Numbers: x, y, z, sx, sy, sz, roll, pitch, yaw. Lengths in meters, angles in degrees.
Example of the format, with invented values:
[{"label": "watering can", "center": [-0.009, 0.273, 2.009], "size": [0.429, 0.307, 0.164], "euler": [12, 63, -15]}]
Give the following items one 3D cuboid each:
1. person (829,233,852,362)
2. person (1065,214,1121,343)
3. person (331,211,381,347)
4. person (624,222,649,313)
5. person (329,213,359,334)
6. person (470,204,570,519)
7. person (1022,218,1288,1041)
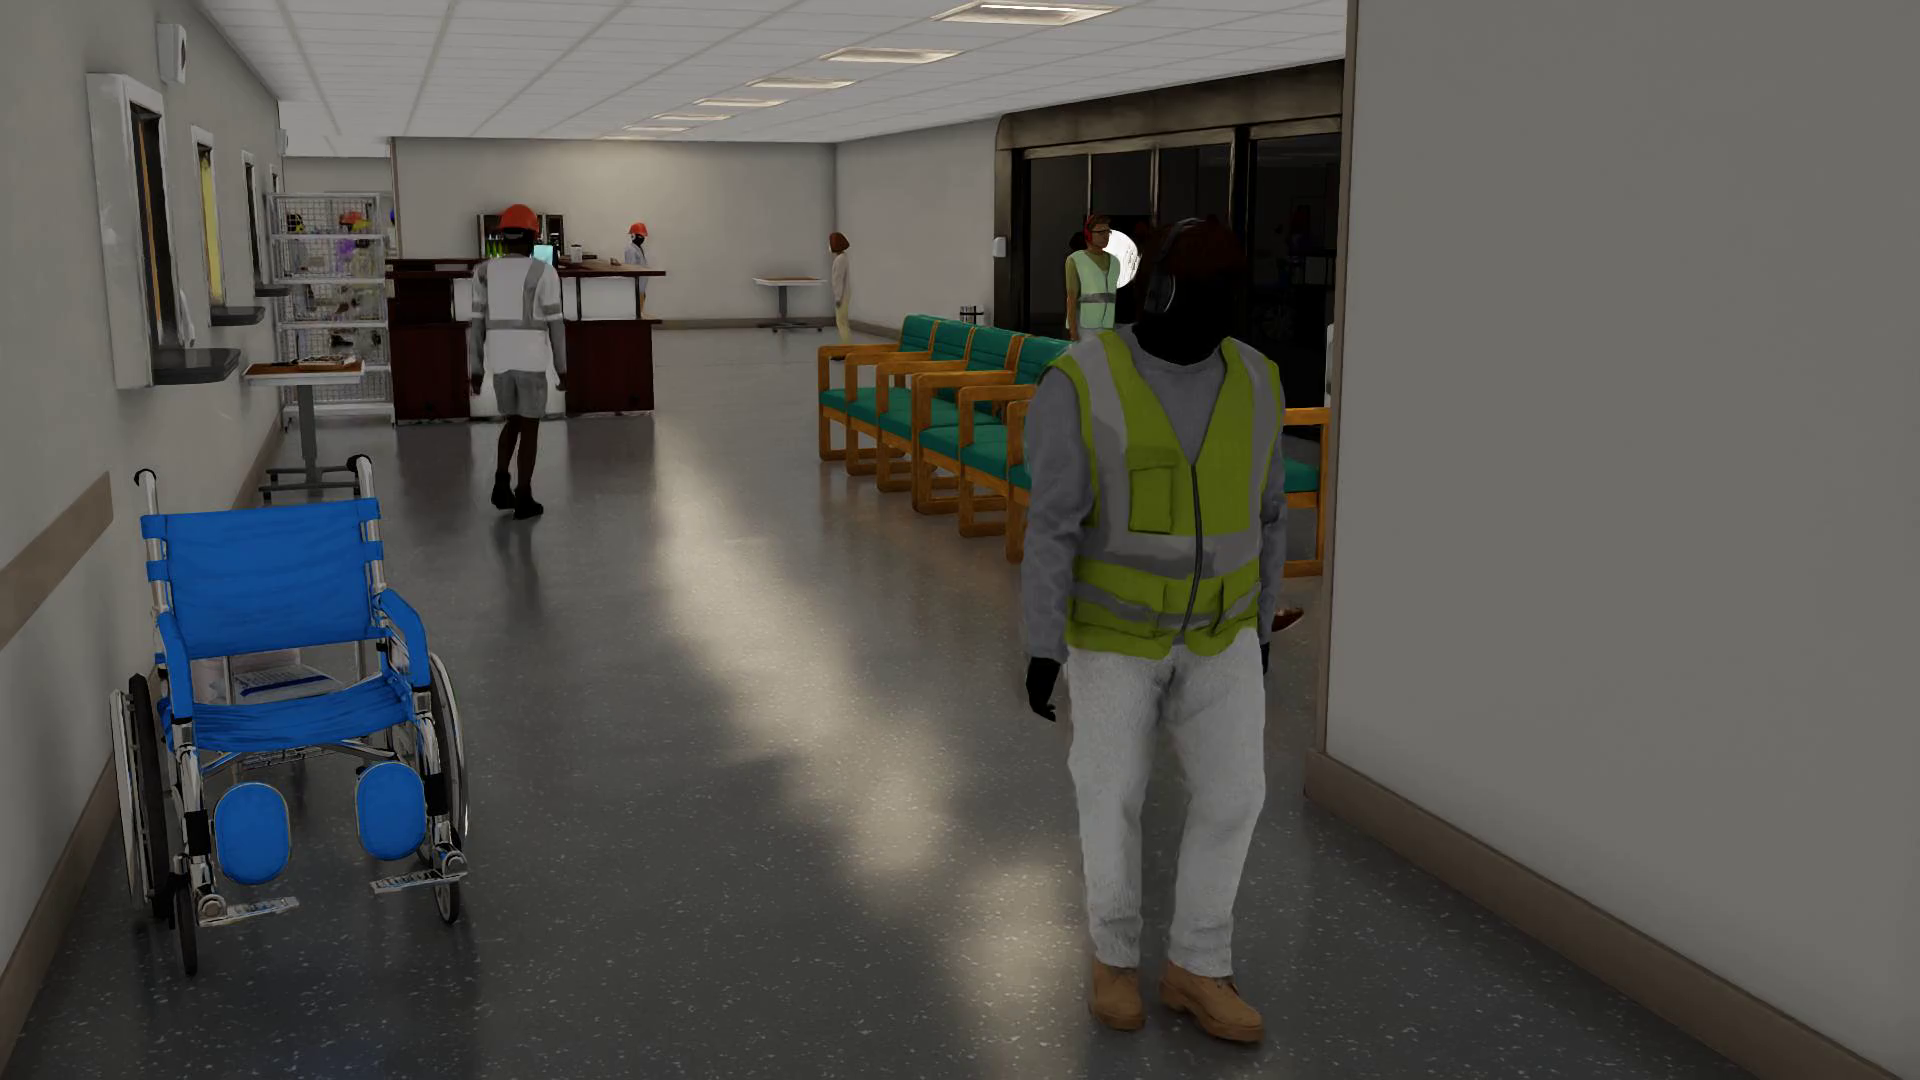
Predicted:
[{"label": "person", "center": [-1.527, -3.095, 21.212], "size": [0.286, 1.627, 0.504], "euler": [0, 11, 1]}, {"label": "person", "center": [1.041, -1.640, 13.160], "size": [0.565, 1.847, 0.396], "euler": [-10, 15, -42]}, {"label": "person", "center": [-8.461, -3.660, 23.407], "size": [0.953, 1.884, 0.557], "euler": [-5, 12, -23]}, {"label": "person", "center": [-4.368, -3.434, 22.614], "size": [0.339, 1.747, 0.563], "euler": [0, 11, 2]}, {"label": "person", "center": [-9.590, -4.169, 26.076], "size": [0.351, 1.878, 0.568], "euler": [6, 12, 27]}, {"label": "person", "center": [-2.680, -1.083, 10.162], "size": [0.553, 1.907, 0.493], "euler": [3, 11, 15]}, {"label": "person", "center": [0.443, 0.218, 3.692], "size": [0.684, 1.827, 0.539], "euler": [-3, 11, -13]}]
